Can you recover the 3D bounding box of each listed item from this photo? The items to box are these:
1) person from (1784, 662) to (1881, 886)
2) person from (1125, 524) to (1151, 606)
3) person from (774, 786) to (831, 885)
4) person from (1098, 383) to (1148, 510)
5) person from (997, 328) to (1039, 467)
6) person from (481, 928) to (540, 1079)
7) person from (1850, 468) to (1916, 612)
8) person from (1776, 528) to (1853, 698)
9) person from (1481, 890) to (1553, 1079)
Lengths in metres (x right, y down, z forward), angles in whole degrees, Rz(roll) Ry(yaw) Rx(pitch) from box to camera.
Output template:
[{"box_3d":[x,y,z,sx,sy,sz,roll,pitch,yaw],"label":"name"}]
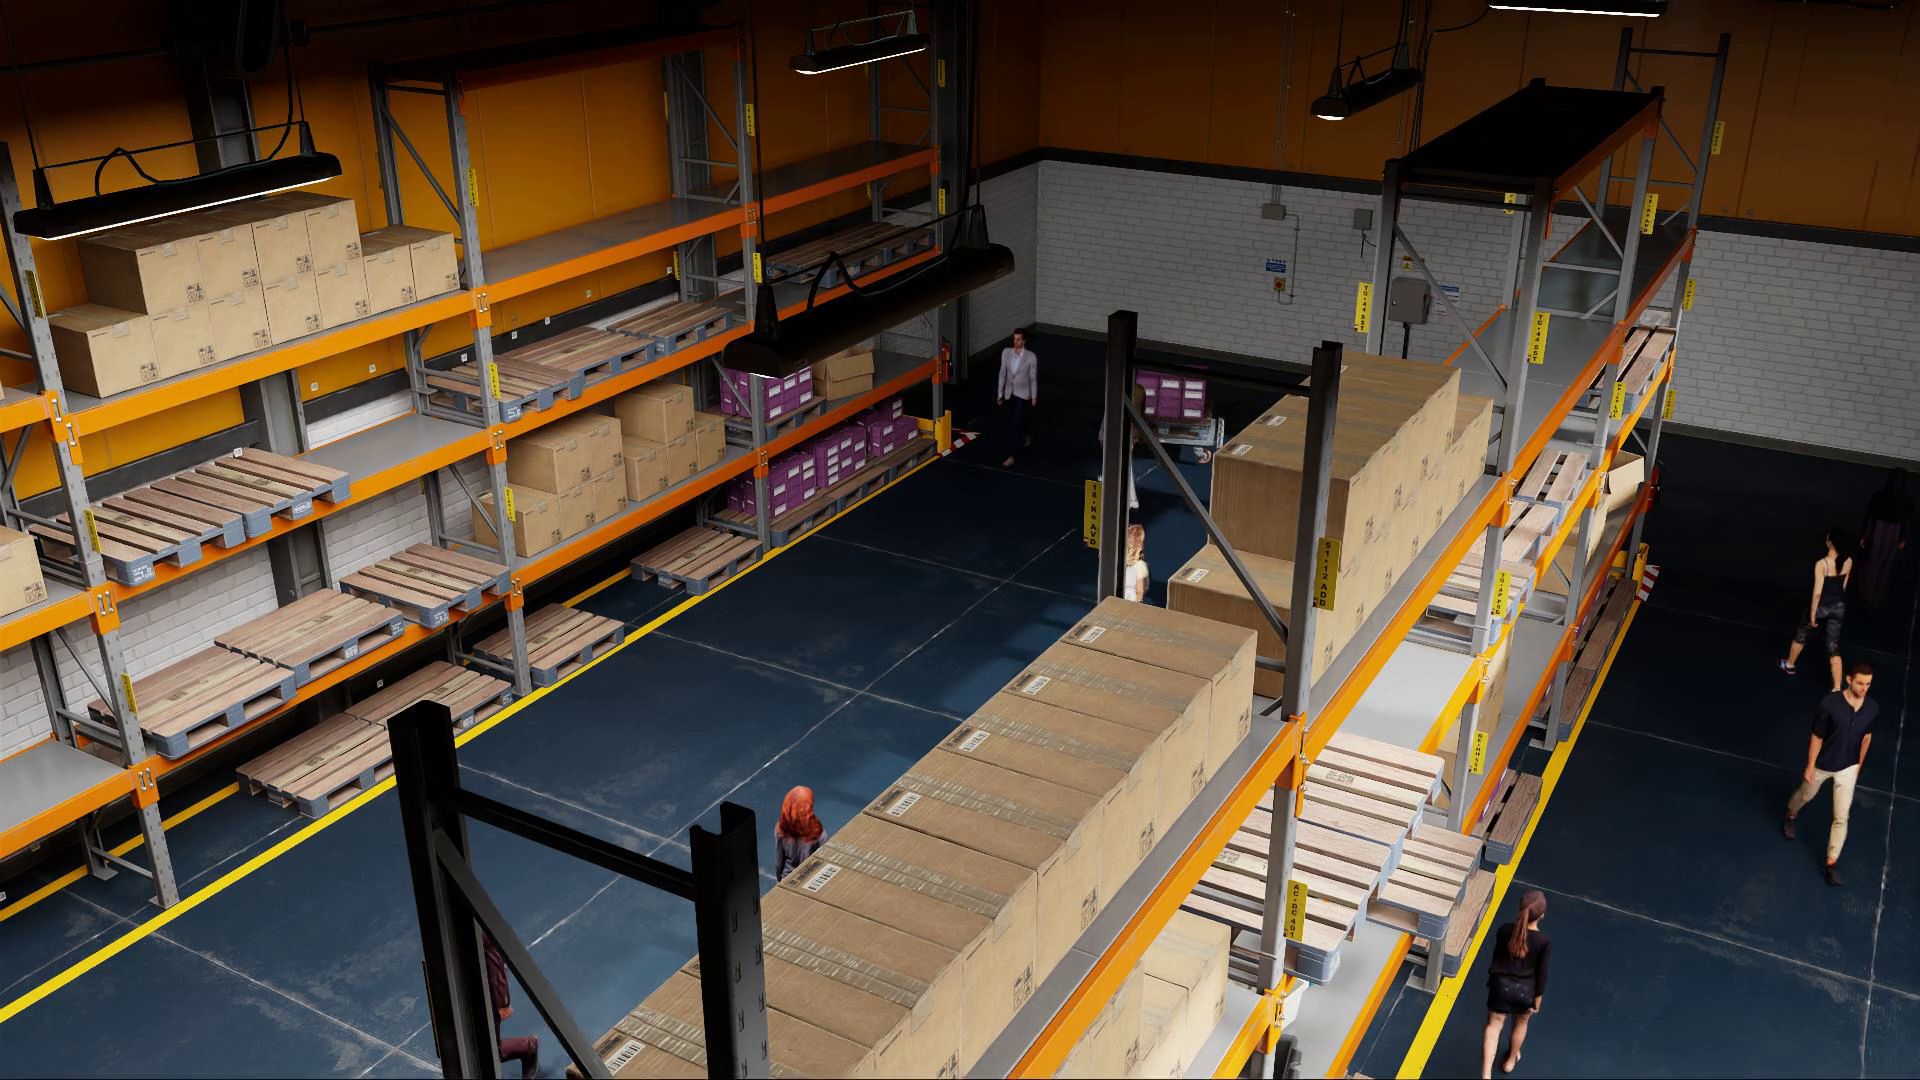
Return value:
[{"box_3d":[7.063,1.786,13.542,0.905,1.818,1.263,5,24,11],"label":"person"},{"box_3d":[1.596,0.667,16.234,0.759,1.712,0.724,-18,29,-35],"label":"person"},{"box_3d":[-1.107,2.526,11.898,0.634,1.780,0.578,7,24,15],"label":"person"},{"box_3d":[2.077,-1.247,20.525,1.197,1.784,1.125,-15,28,-31],"label":"person"},{"box_3d":[0.804,-1.950,22.087,0.706,1.819,1.196,16,28,32],"label":"person"},{"box_3d":[-3.125,2.941,10.869,0.672,1.843,0.950,13,27,28],"label":"person"},{"box_3d":[9.916,0.002,17.885,0.604,1.608,0.820,13,27,27],"label":"person"},{"box_3d":[8.434,0.753,16.084,1.044,1.675,1.235,-2,24,-5],"label":"person"},{"box_3d":[3.676,3.013,11.082,0.573,1.540,0.952,12,26,25],"label":"person"}]
